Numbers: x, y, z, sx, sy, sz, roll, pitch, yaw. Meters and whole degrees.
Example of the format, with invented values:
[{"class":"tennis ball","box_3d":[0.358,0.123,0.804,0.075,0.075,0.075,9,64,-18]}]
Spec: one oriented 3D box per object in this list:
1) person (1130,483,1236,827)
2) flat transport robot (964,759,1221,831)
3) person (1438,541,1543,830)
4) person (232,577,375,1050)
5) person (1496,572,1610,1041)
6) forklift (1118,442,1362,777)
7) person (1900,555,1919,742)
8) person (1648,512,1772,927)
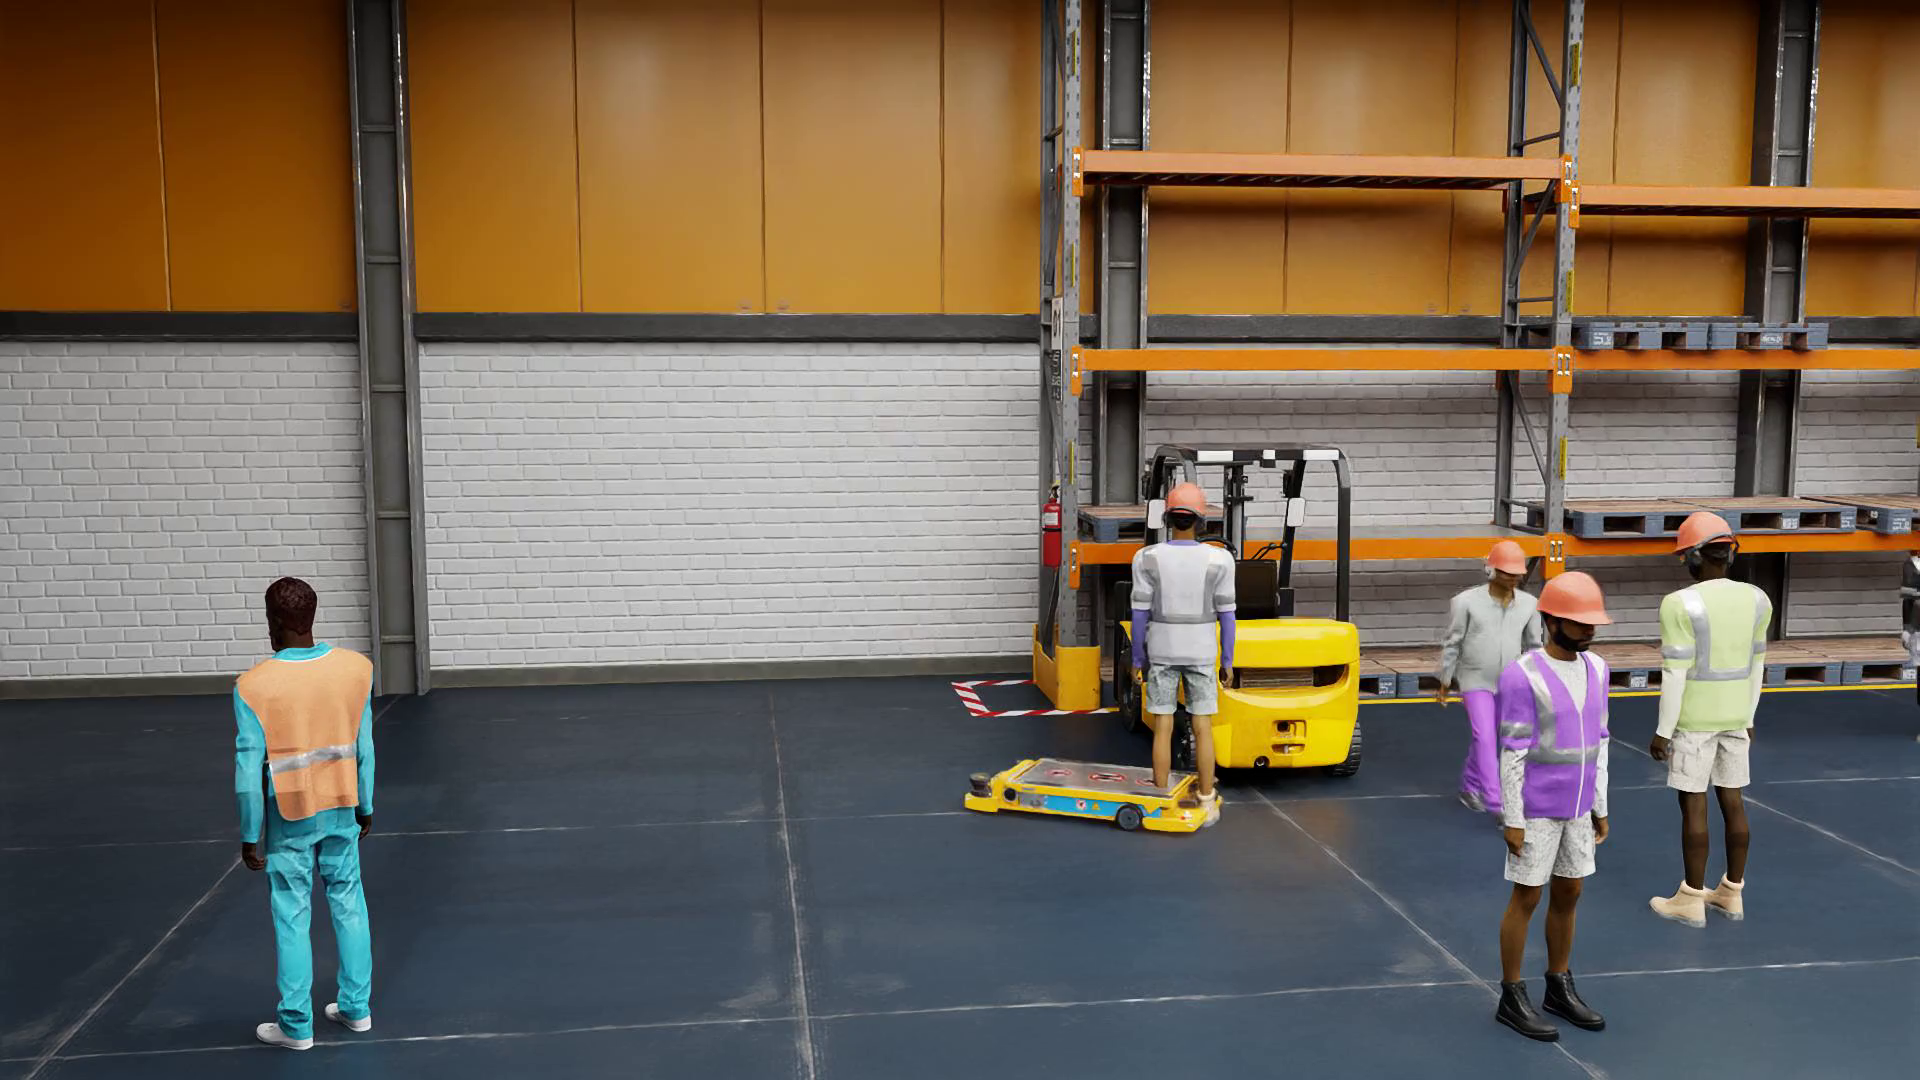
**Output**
[{"class":"person","box_3d":[1.318,0.682,9.878,0.628,2.040,0.411,1,7,8]},{"class":"flat transport robot","box_3d":[0.809,1.529,10.106,1.431,0.197,0.652,3,7,22]},{"class":"person","box_3d":[3.191,0.847,9.876,0.578,1.693,0.921,-1,7,-10]},{"class":"person","box_3d":[-2.638,1.103,6.746,0.397,1.911,0.587,5,8,39]},{"class":"person","box_3d":[2.461,1.083,6.831,0.544,1.930,0.388,-3,7,-25]},{"class":"forklift","box_3d":[1.912,0.418,11.496,1.214,2.155,2.313,-1,7,-8]},{"class":"person","box_3d":[7.060,0.635,11.954,0.630,1.662,0.470,1,7,8]},{"class":"person","box_3d":[3.656,0.876,8.189,0.608,2.032,0.405,-2,7,-18]}]
